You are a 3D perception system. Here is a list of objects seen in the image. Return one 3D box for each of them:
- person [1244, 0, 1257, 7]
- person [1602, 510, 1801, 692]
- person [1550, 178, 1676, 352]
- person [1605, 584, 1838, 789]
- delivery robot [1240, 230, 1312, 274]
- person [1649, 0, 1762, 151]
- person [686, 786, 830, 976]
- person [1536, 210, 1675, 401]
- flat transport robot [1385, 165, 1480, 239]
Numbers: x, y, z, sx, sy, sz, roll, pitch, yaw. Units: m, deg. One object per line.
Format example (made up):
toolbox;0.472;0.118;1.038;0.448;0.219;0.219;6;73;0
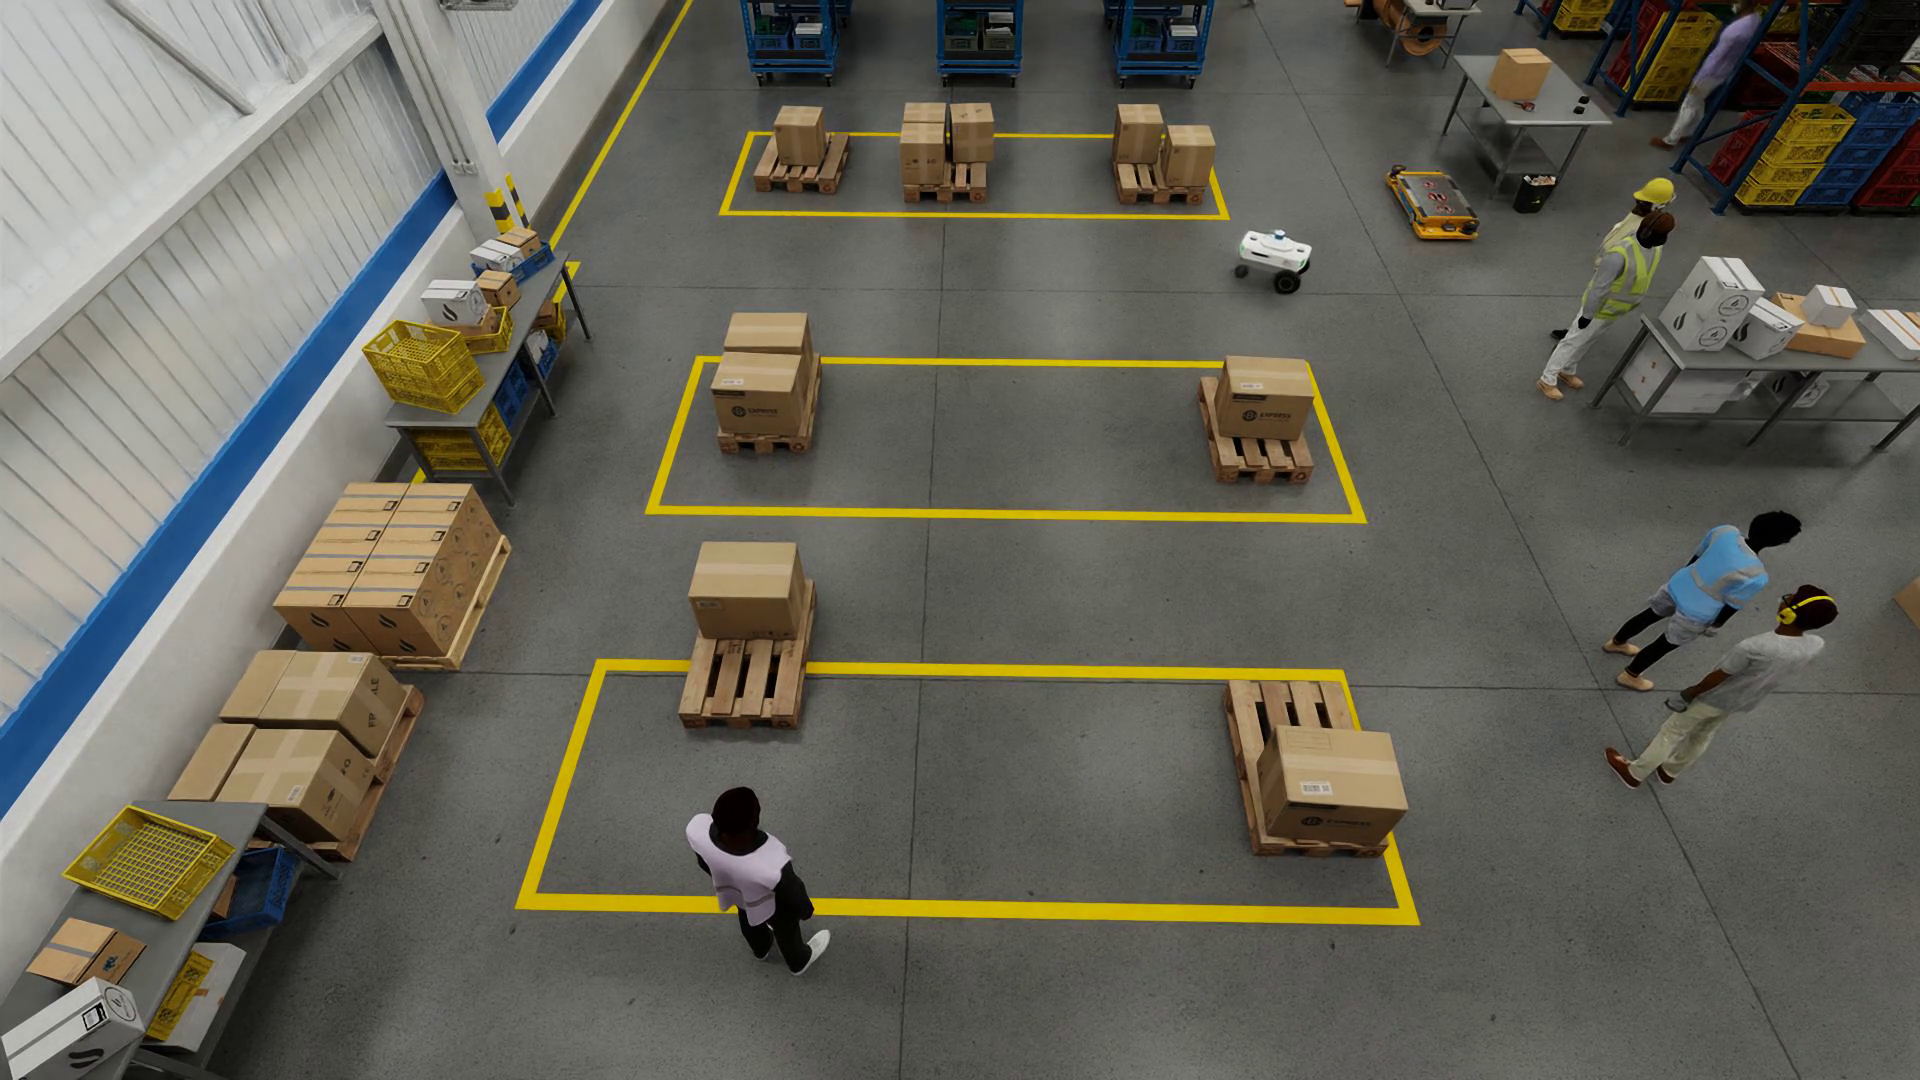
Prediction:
person;4.929;-9.599;14.932;0.516;1.621;0.372;36;58;27
person;5.004;0.405;6.235;0.323;1.691;0.536;4;49;4
person;6.210;-2.562;8.717;0.403;1.824;0.599;17;51;14
person;4.685;0.954;5.654;0.515;1.858;0.353;-4;49;-4
delivery robot;3.423;-3.129;9.978;0.707;0.478;0.477;21;52;17
person;9.454;-5.828;11.481;0.688;1.923;0.570;-30;56;-24
person;-1.061;1.845;4.838;0.597;1.914;0.372;19;52;15
person;5.868;-2.116;8.316;0.625;1.844;0.429;-24;53;-19
flat transport robot;5.692;-4.094;11.059;0.652;0.197;1.431;1;49;1
